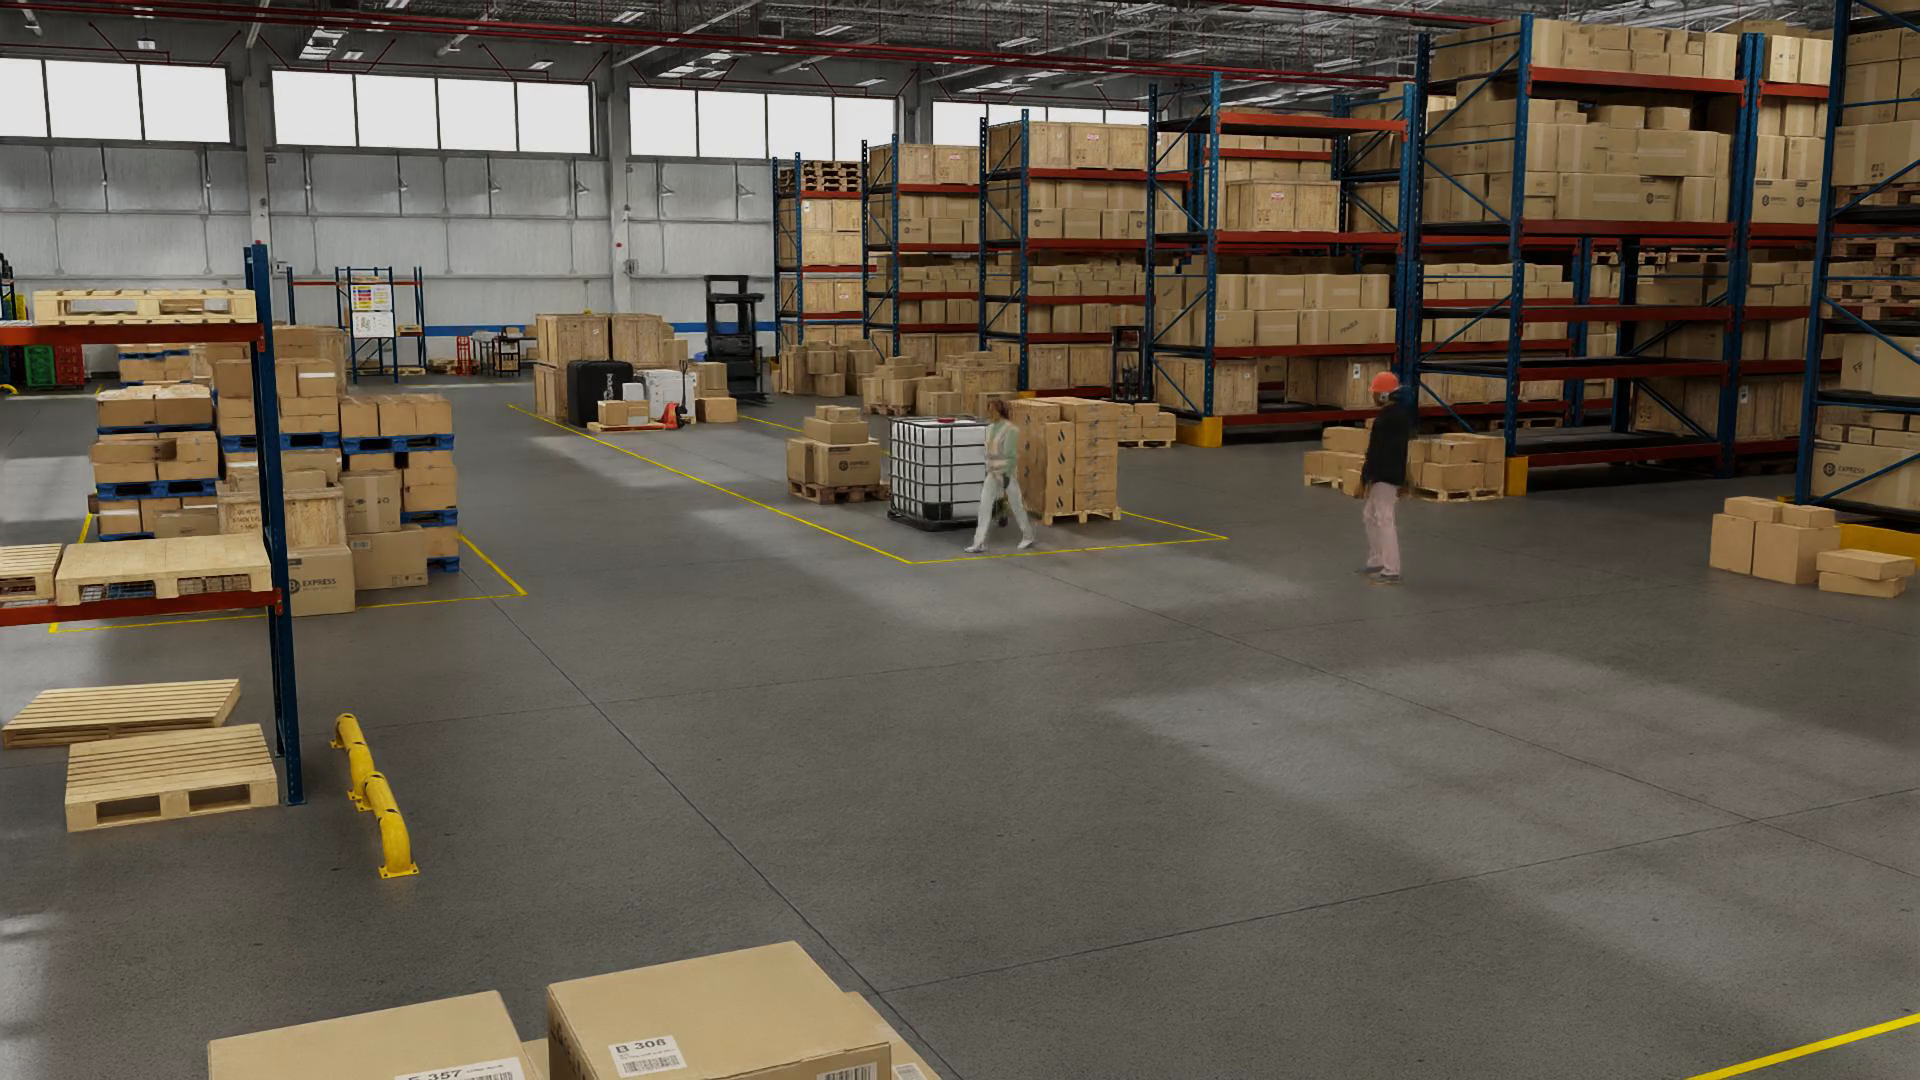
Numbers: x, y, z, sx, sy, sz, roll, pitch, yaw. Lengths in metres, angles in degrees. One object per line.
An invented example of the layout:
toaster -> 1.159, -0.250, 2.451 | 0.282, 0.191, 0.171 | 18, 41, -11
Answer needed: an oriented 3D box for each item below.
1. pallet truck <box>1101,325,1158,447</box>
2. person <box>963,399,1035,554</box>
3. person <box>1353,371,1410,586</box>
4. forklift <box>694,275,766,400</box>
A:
pallet truck -> 2.881, -2.596, 27.923 | 0.823, 1.965, 1.885 | -1, 9, -7
person -> 0.446, -0.668, 17.198 | 0.852, 1.601, 0.519 | -8, 12, -40
person -> 3.835, -0.569, 15.394 | 0.642, 1.976, 0.635 | 6, 11, 32
forklift -> -5.155, -4.464, 36.784 | 1.129, 2.768, 1.873 | -4, 10, -25
